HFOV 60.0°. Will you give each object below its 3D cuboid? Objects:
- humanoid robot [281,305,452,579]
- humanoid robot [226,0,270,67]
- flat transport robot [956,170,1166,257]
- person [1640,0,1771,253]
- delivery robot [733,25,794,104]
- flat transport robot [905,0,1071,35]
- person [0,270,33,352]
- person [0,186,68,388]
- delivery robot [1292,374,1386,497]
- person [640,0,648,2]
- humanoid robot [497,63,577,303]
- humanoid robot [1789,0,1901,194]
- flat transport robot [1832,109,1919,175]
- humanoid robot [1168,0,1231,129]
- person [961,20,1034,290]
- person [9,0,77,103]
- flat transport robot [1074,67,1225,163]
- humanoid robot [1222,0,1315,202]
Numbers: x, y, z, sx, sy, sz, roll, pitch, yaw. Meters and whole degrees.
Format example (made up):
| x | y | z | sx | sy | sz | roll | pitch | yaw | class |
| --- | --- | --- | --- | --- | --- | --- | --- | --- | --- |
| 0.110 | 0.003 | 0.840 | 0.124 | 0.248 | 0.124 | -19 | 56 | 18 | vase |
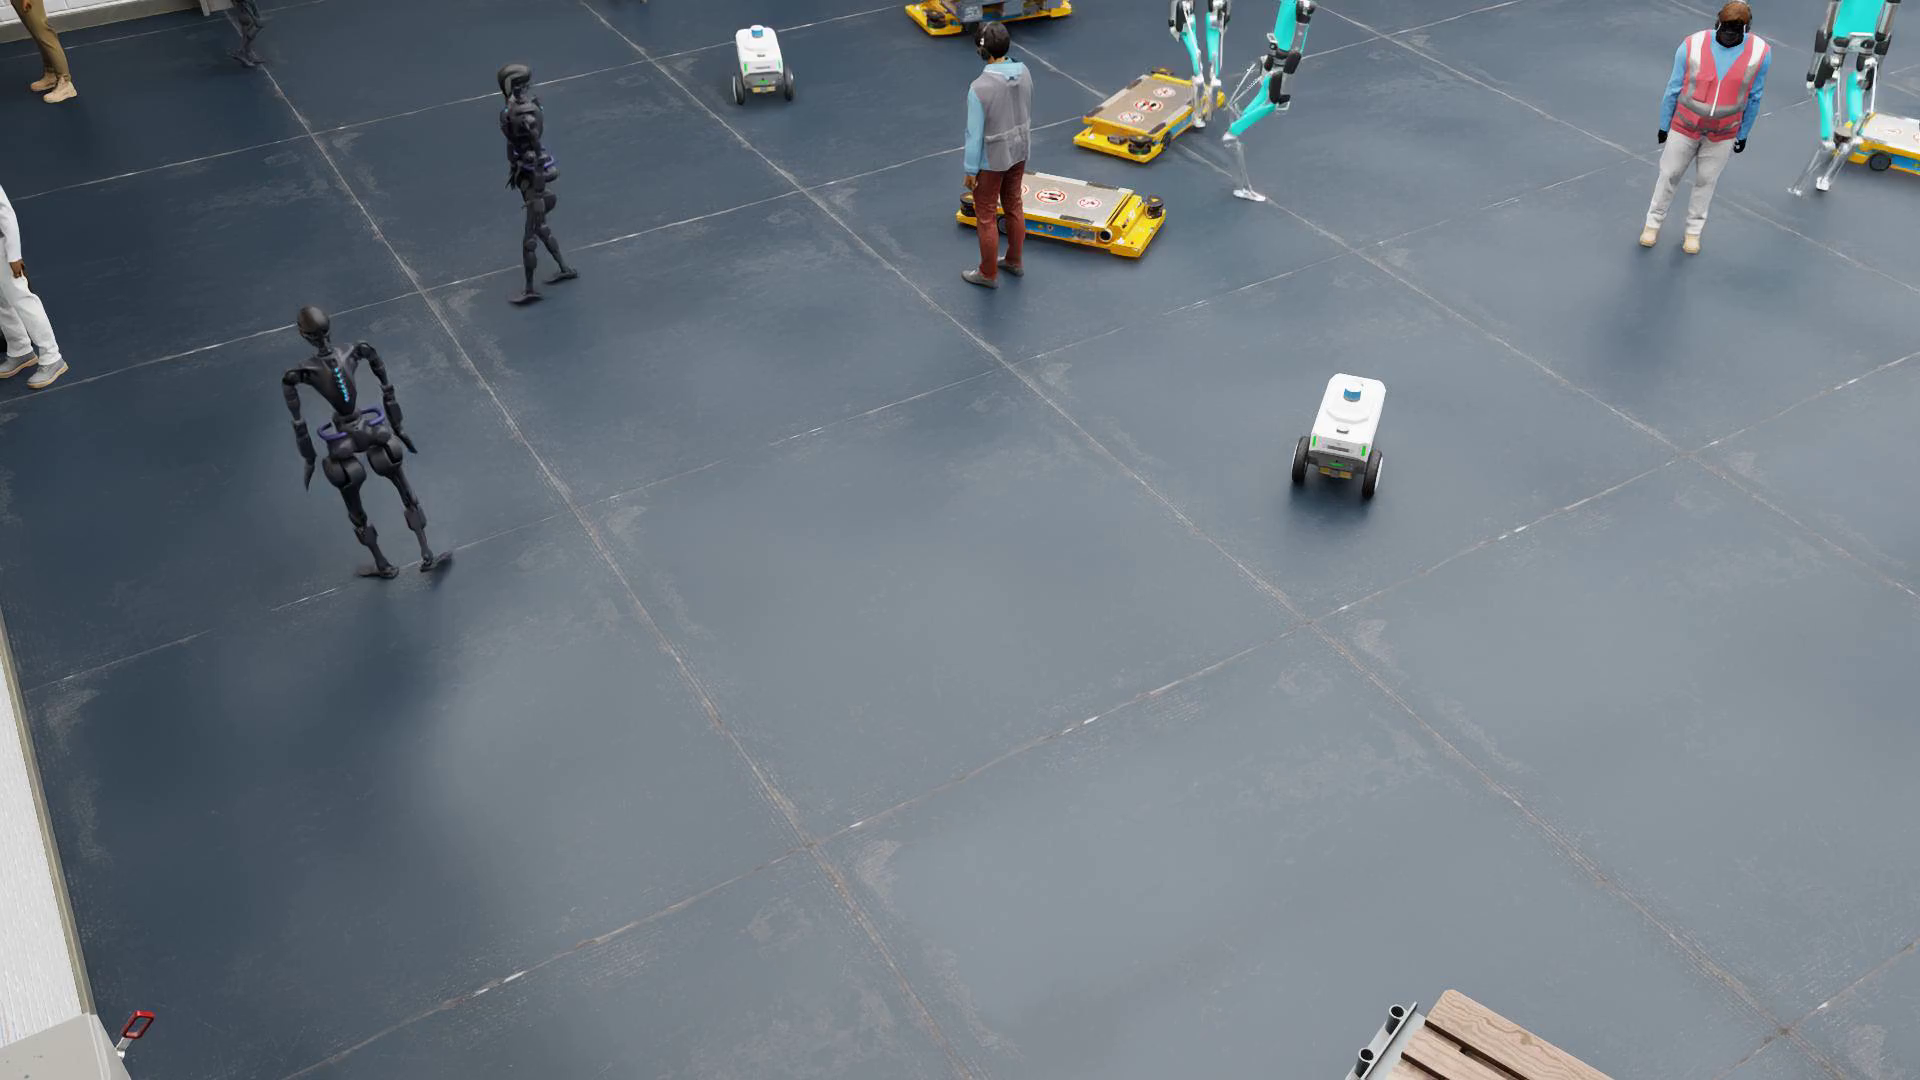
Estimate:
| x | y | z | sx | sy | sz | roll | pitch | yaw | class |
| --- | --- | --- | --- | --- | --- | --- | --- | --- | --- |
| -3.151 | -0.471 | 8.757 | 0.601 | 1.647 | 0.458 | -25 | 45 | -28 | humanoid robot |
| -6.312 | -4.872 | 14.313 | 0.414 | 1.642 | 0.612 | -25 | 45 | -28 | humanoid robot |
| 0.754 | -2.451 | 12.384 | 1.431 | 0.231 | 0.659 | 15 | 41 | 18 | flat transport robot |
| 5.230 | -2.894 | 11.690 | 0.628 | 1.837 | 0.431 | 12 | 40 | 15 | person |
| -1.712 | -4.091 | 14.219 | 0.499 | 0.589 | 0.785 | -7 | 39 | -9 | delivery robot |
| 0.266 | -5.033 | 15.642 | 1.431 | 0.231 | 0.659 | -15 | 41 | -18 | flat transport robot |
| -6.344 | -2.108 | 10.610 | 0.356 | 1.935 | 0.550 | 1 | 38 | 2 | person |
| -6.034 | -1.817 | 10.284 | 0.584 | 1.882 | 0.341 | 16 | 41 | 19 | person |
| 2.290 | -0.640 | 9.884 | 0.499 | 0.614 | 0.808 | 13 | 40 | 15 | delivery robot |
| -3.173 | -5.990 | 15.608 | 0.601 | 1.810 | 0.472 | -13 | 40 | -16 | person |
| -2.968 | -2.425 | 11.224 | 0.613 | 1.636 | 0.596 | -20 | 43 | -23 | humanoid robot |
| 6.627 | -3.368 | 12.373 | 0.543 | 1.802 | 0.790 | 2 | 38 | 3 | humanoid robot |
| 7.693 | -3.047 | 13.136 | 1.431 | 0.231 | 0.659 | 25 | 45 | 28 | flat transport robot |
| 1.944 | -4.078 | 13.312 | 0.540 | 1.838 | 0.767 | -4 | 39 | -6 | humanoid robot |
| 0.262 | -2.574 | 11.251 | 0.542 | 1.870 | 0.414 | -30 | 47 | -32 | person |
| -7.776 | -4.552 | 13.830 | 0.371 | 1.767 | 0.524 | -27 | 46 | -30 | person |
| 1.579 | -3.519 | 13.732 | 0.659 | 0.231 | 1.431 | 22 | 43 | 26 | flat transport robot |
| 2.219 | -3.385 | 12.403 | 0.691 | 1.810 | 0.532 | -3 | 38 | -3 | humanoid robot |
